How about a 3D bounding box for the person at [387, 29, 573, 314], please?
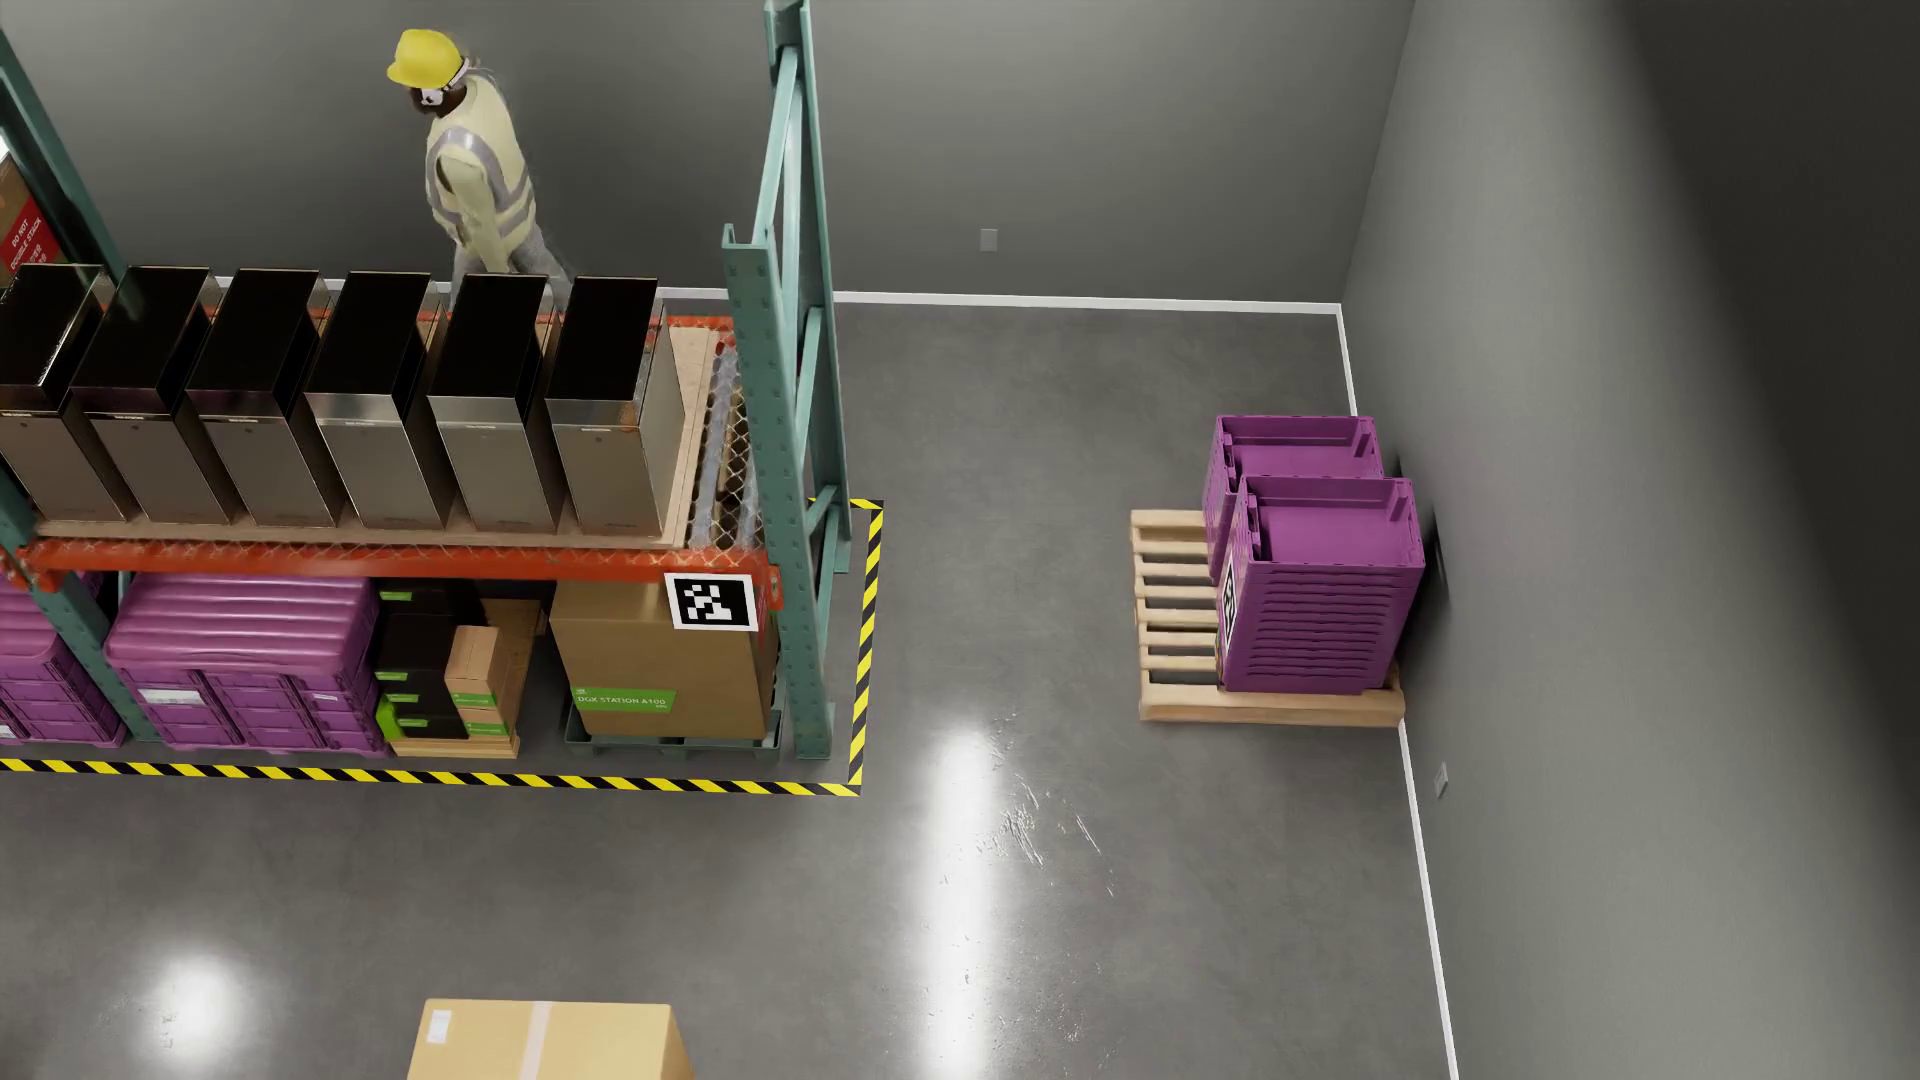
[{"bbox_3d":[-2.026,-1.330,6.832,0.918,1.788,0.610,2,52,2],"label":"person"}]
